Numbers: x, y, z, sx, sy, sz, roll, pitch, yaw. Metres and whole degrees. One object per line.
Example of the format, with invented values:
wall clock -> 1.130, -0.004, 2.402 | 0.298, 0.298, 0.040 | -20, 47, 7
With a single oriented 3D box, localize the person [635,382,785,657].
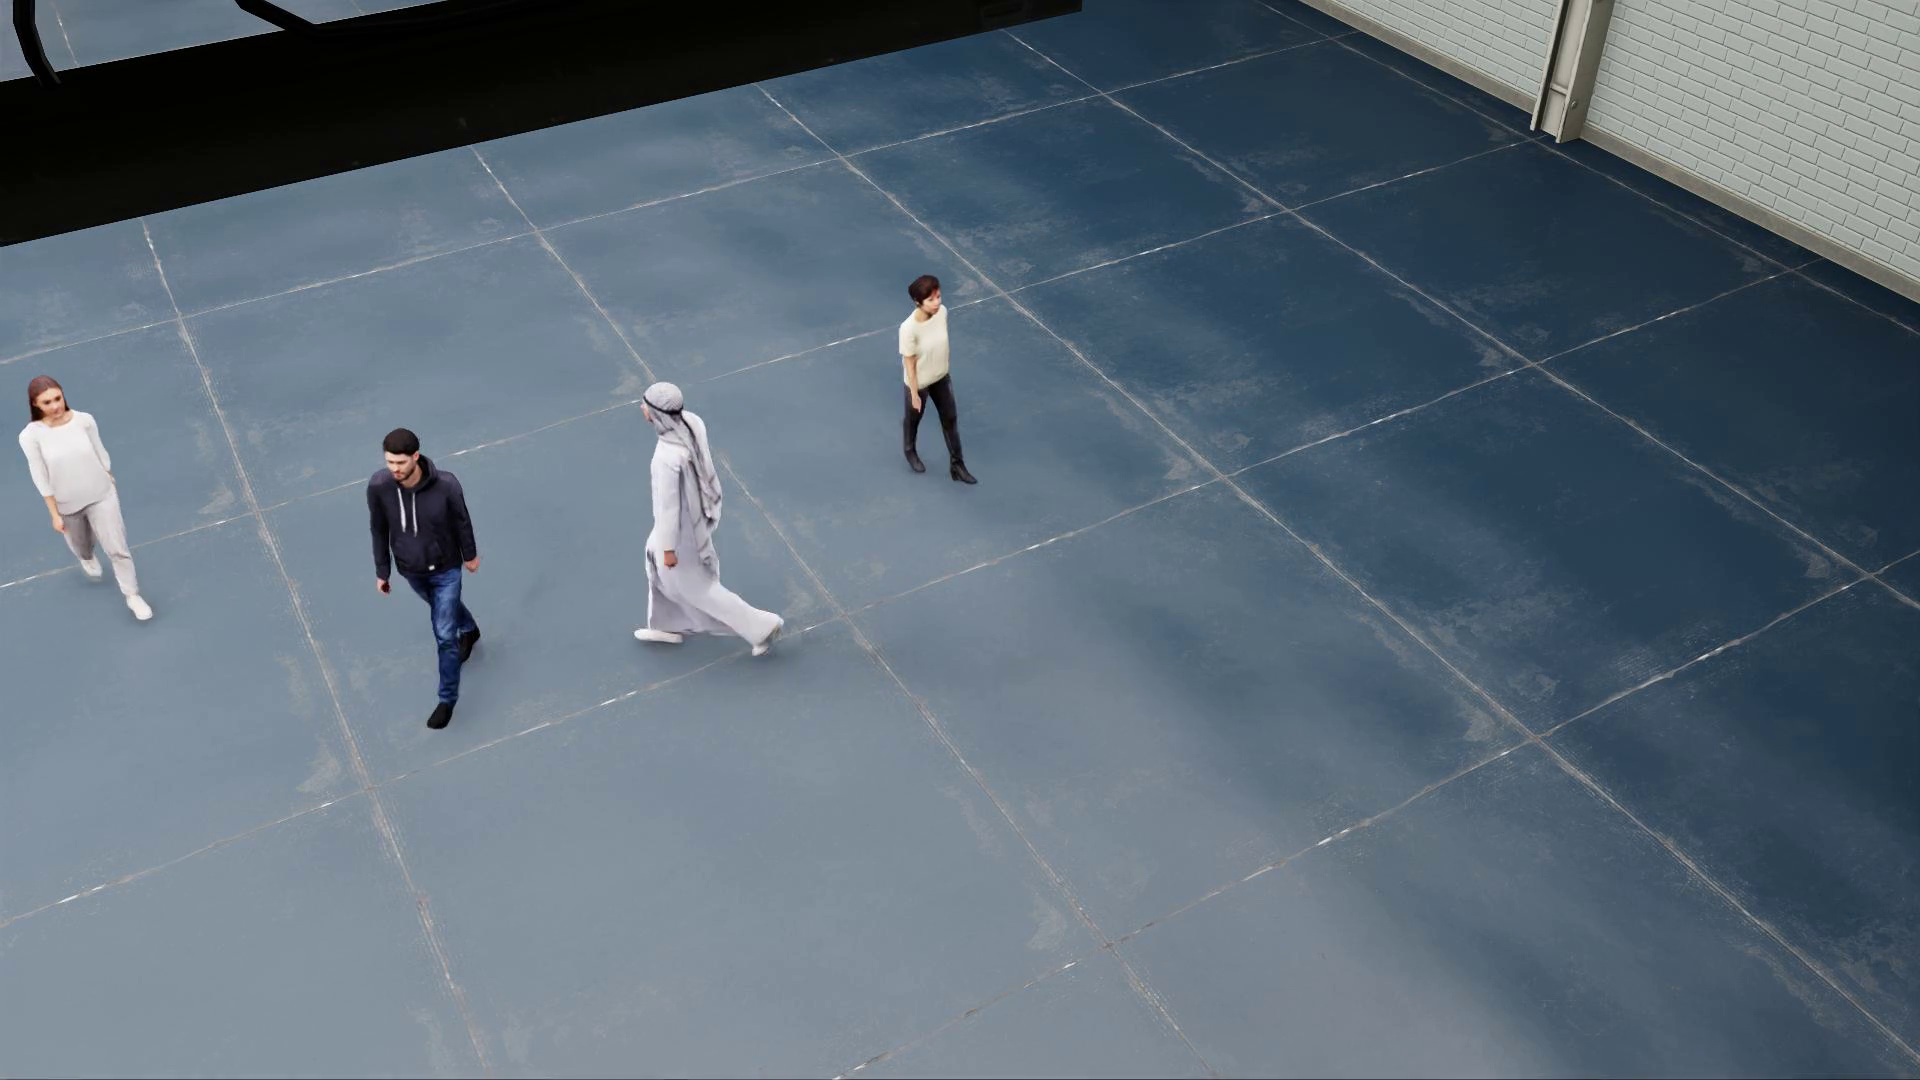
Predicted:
person -> -1.514, -0.072, 9.738 | 1.175, 1.894, 1.230 | 2, 38, 2

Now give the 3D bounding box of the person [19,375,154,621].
person -> -5.415, -0.283, 10.192 | 0.692, 1.667, 1.029 | -27, 45, -30

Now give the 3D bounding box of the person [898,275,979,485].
person -> -0.281, -1.118, 11.342 | 0.724, 1.565, 0.929 | -30, 47, -33

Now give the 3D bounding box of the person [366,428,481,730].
person -> -3.020, 0.092, 9.586 | 1.147, 1.824, 1.311 | 4, 38, 5
